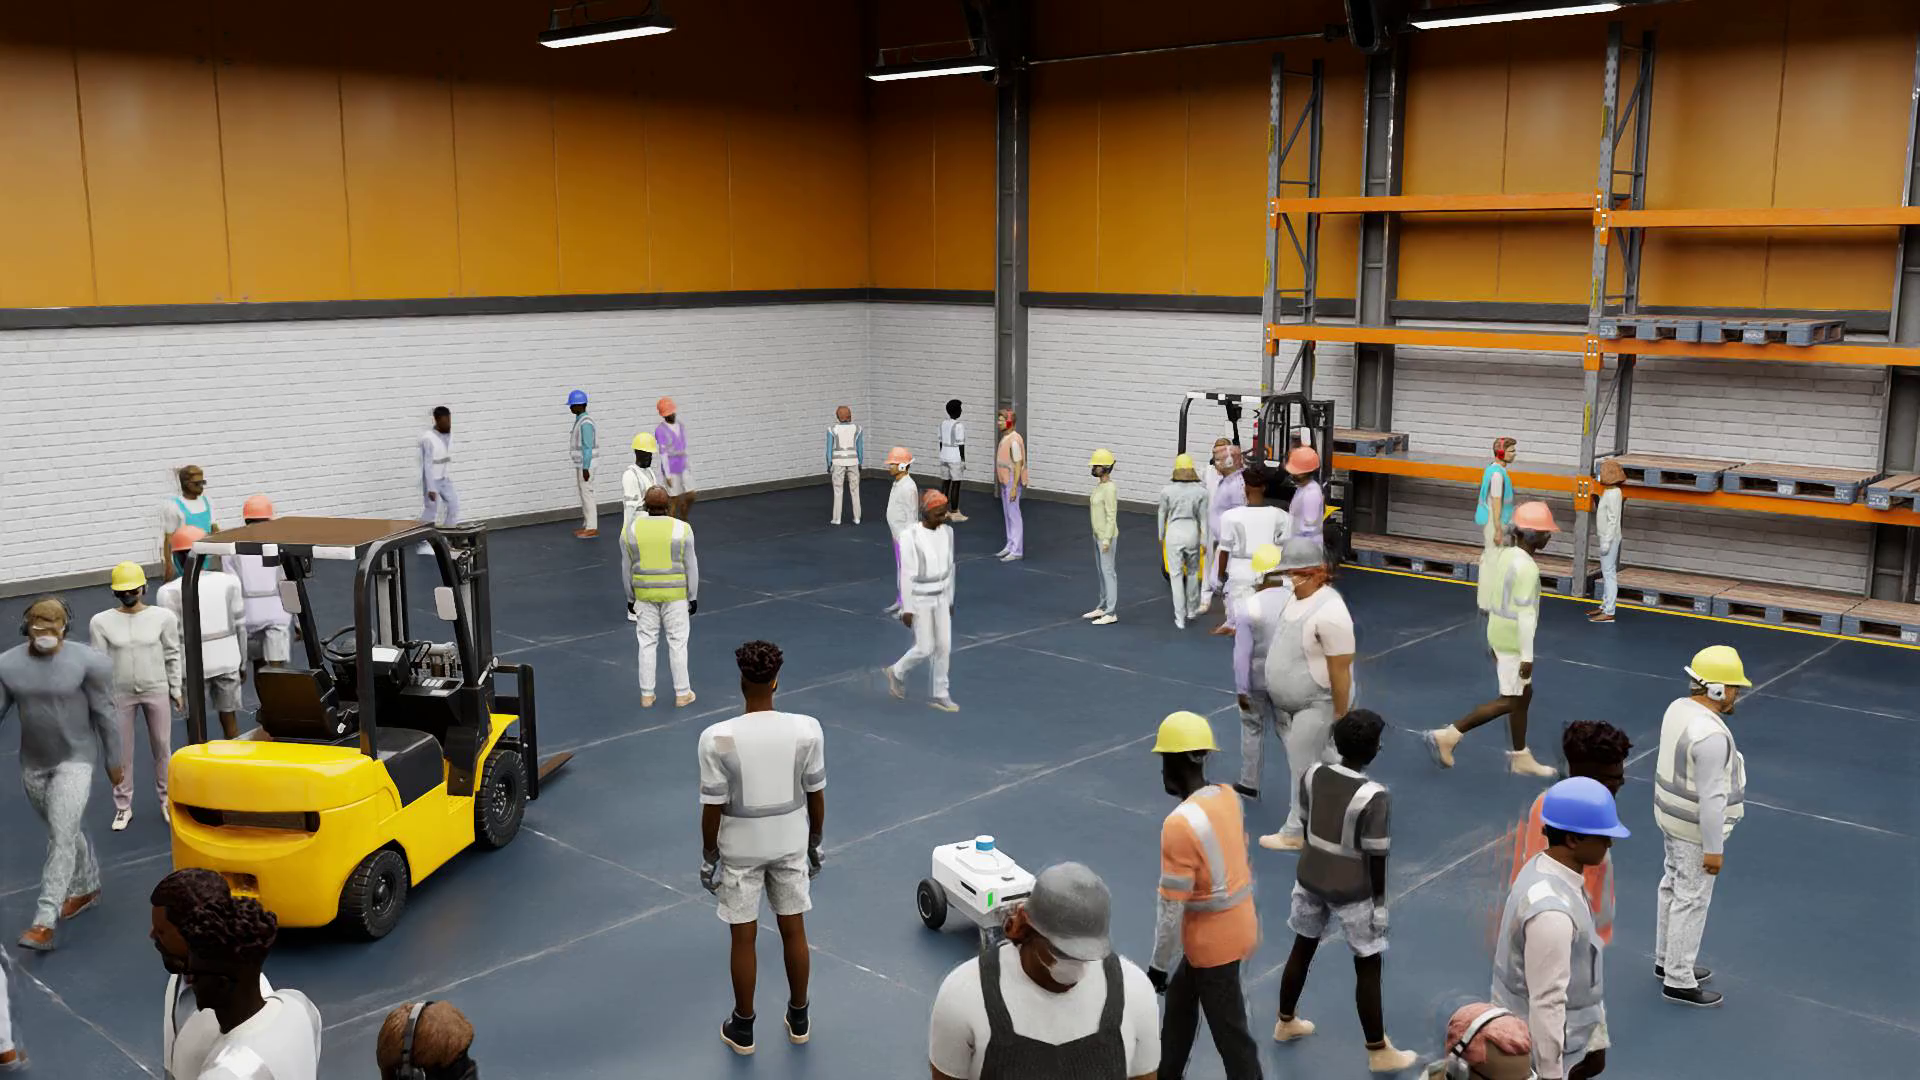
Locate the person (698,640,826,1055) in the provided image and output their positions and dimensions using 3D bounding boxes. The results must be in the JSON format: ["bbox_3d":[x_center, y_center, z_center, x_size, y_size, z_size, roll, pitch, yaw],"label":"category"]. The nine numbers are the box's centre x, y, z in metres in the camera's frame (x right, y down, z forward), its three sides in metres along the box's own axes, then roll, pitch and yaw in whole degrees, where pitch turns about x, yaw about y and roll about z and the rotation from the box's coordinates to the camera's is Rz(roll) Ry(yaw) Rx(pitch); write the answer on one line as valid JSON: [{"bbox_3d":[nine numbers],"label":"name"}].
[{"bbox_3d":[-0.926,1.431,7.804,0.613,1.964,0.361,-4,11,-22],"label":"person"}]

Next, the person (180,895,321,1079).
[{"bbox_3d":[-2.019,1.963,4.778,0.367,1.966,0.607,-1,10,-3],"label":"person"}]

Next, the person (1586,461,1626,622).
[{"bbox_3d":[6.547,0.013,16.831,0.285,1.633,0.497,3,10,17],"label":"person"}]

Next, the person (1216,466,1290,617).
[{"bbox_3d":[2.535,0.322,14.287,0.597,1.920,1.012,-2,10,-10],"label":"person"}]

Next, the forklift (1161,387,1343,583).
[{"bbox_3d":[3.298,-0.608,18.767,1.214,2.155,2.313,9,13,42],"label":"forklift"}]

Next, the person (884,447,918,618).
[{"bbox_3d":[-0.601,-0.080,17.012,0.337,1.752,0.564,-3,10,-14],"label":"person"}]

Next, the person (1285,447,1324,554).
[{"bbox_3d":[3.118,0.128,15.169,0.375,2.005,0.756,1,10,7],"label":"person"}]

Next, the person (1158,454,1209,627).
[{"bbox_3d":[2.232,-0.016,16.746,0.491,1.709,0.709,0,10,0],"label":"person"}]

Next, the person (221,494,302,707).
[{"bbox_3d":[-5.328,0.608,12.728,0.553,1.898,0.979,-3,11,-19],"label":"person"}]

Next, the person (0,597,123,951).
[{"bbox_3d":[-4.986,1.255,8.995,0.714,1.891,0.977,1,10,3],"label":"person"}]

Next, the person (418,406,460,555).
[{"bbox_3d":[-6.392,-0.715,20.352,0.695,1.850,0.625,3,10,17],"label":"person"}]

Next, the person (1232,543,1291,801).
[{"bbox_3d":[2.111,0.922,11.147,0.599,1.811,0.714,-3,10,-16],"label":"person"}]

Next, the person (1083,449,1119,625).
[{"bbox_3d":[1.430,-0.034,16.720,0.315,1.770,0.524,-1,10,-8],"label":"person"}]

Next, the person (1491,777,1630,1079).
[{"bbox_3d":[2.112,1.776,5.942,0.426,1.938,0.604,3,11,19],"label":"person"}]

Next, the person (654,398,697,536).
[{"bbox_3d":[-3.646,-0.897,21.312,0.387,1.882,0.661,6,11,30],"label":"person"}]

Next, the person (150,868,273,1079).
[{"bbox_3d":[-2.254,1.919,5.174,0.371,1.915,0.595,-9,14,-42],"label":"person"}]

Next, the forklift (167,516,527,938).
[{"bbox_3d":[-3.583,0.976,9.748,1.214,2.155,2.313,2,10,11],"label":"forklift"}]

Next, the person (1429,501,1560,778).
[{"bbox_3d":[3.814,0.713,11.767,0.848,2.016,0.621,1,10,6],"label":"person"}]

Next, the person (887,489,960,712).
[{"bbox_3d":[-0.303,0.491,13.508,0.603,1.846,0.575,-9,14,-43],"label":"person"}]

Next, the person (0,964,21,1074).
[{"bbox_3d":[-4.800,1.519,7.516,1.021,1.883,0.649,2,10,9],"label":"person"}]

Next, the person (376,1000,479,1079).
[{"bbox_3d":[-1.385,2.091,4.409,0.430,1.843,0.625,-1,10,-3],"label":"person"}]

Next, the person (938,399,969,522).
[{"bbox_3d":[-0.095,-1.102,22.996,0.317,1.695,0.540,-7,12,-35],"label":"person"}]

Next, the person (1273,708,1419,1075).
[{"bbox_3d":[1.789,1.597,7.707,0.377,1.683,0.606,-6,12,-32],"label":"person"}]

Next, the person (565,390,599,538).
[{"bbox_3d":[-4.912,-0.990,21.688,0.416,1.939,0.612,-3,11,-19],"label":"person"}]

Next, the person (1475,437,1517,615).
[{"bbox_3d":[5.500,-0.148,17.137,0.377,1.844,0.567,3,10,14],"label":"person"}]

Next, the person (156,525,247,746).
[{"bbox_3d":[-5.120,0.852,11.251,0.559,1.912,0.439,-9,13,-41],"label":"person"}]

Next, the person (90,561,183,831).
[{"bbox_3d":[-5.337,1.003,10.816,0.527,1.767,0.331,-4,11,-24],"label":"person"}]

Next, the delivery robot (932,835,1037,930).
[{"bbox_3d":[0.136,1.863,9.100,0.477,0.478,0.707,-5,11,-27],"label":"delivery robot"}]

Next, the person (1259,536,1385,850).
[{"bbox_3d":[2.322,0.926,10.474,0.820,2.000,0.721,-1,10,-8],"label":"person"}]

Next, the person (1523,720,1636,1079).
[{"bbox_3d":[2.352,1.645,6.654,0.550,1.944,0.617,0,10,2],"label":"person"}]

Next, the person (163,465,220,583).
[{"bbox_3d":[-6.890,0.218,15.171,0.921,1.803,0.514,3,10,15],"label":"person"}]

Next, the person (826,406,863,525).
[{"bbox_3d":[-1.570,-1.015,22.703,0.514,1.631,0.318,-3,10,-16],"label":"person"}]

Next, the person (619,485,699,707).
[{"bbox_3d":[-2.455,0.462,13.678,0.627,1.847,0.429,0,10,1],"label":"person"}]

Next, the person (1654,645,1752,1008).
[{"bbox_3d":[3.687,1.418,8.310,0.403,1.820,0.595,1,10,7],"label":"person"}]

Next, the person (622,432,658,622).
[{"bbox_3d":[-3.199,-0.132,16.826,0.375,1.922,0.594,1,10,8],"label":"person"}]

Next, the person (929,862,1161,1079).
[{"bbox_3d":[0.263,1.892,4.970,0.719,2.000,0.540,-1,10,-6],"label":"person"}]

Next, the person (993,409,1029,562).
[{"bbox_3d":[0.626,-0.661,20.061,0.384,1.845,0.565,-2,10,-10],"label":"person"}]

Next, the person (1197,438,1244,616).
[{"bbox_3d":[2.680,-0.133,17.060,0.516,1.843,0.325,3,10,17],"label":"person"}]

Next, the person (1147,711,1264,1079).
[{"bbox_3d":[0.996,1.646,6.918,0.853,1.854,0.619,5,11,26],"label":"person"}]

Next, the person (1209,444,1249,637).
[{"bbox_3d":[2.593,0.016,16.102,0.415,1.894,0.662,0,10,2],"label":"person"}]

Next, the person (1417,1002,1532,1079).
[{"bbox_3d":[1.343,2.085,4.433,0.659,1.843,1.017,-5,11,-27],"label":"person"}]
